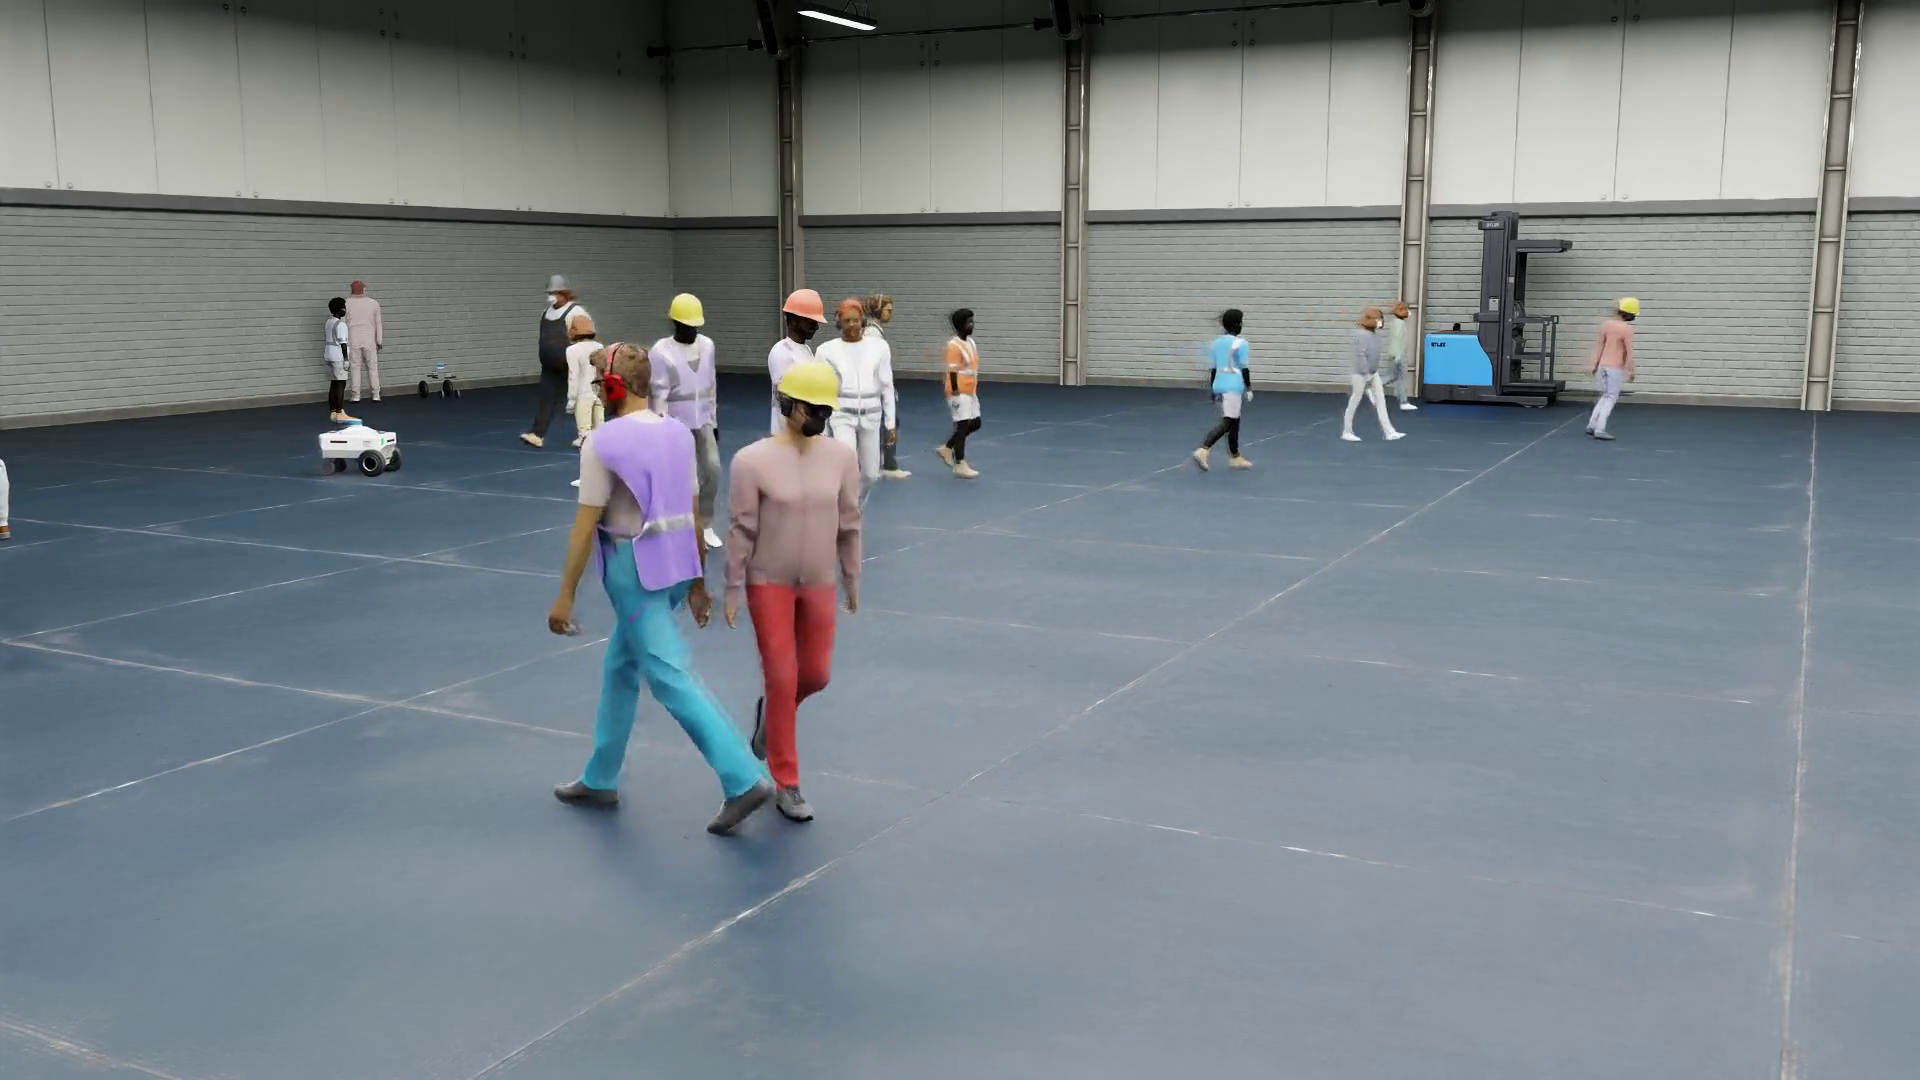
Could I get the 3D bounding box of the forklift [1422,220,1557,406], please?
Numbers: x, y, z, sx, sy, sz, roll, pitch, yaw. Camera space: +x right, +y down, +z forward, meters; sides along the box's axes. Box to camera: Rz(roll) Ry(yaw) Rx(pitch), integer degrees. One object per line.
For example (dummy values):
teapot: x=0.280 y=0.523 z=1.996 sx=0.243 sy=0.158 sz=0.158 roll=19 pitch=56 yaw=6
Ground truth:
forklift: x=8.245 y=-3.527 z=25.720 sx=1.873 sy=2.768 sz=1.129 roll=5 pitch=10 yaw=27

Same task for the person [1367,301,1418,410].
person: x=6.453 y=-2.750 z=24.719 sx=0.681 sy=1.611 sz=0.504 roll=2 pitch=9 yaw=13

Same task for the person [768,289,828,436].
person: x=-1.041 y=-0.671 z=10.904 sx=0.373 sy=1.928 sz=0.543 roll=2 pitch=9 yaw=11

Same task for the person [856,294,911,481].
person: x=-0.749 y=-1.478 z=16.236 sx=0.721 sy=1.815 sz=0.502 roll=-2 pitch=9 yaw=-12

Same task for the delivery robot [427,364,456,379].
delivery robot: x=-8.423 y=-2.747 z=26.972 sx=0.335 sy=0.223 sz=0.698 roll=-8 pitch=12 yaw=-40

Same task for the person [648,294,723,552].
person: x=-1.952 y=-0.829 z=12.013 sx=0.637 sy=1.881 sz=0.509 roll=-9 pitch=13 yaw=-43

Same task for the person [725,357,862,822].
person: x=-0.665 y=0.150 z=6.417 sx=0.546 sy=1.732 sz=0.665 roll=-5 pitch=10 yaw=-26

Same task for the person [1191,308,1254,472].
person: x=2.688 y=-1.532 z=16.980 sx=0.787 sy=1.672 sz=0.524 roll=-4 pitch=10 yaw=-24

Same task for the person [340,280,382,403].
person: x=-9.340 y=-3.095 z=25.918 sx=0.652 sy=1.906 sz=0.402 roll=-5 pitch=10 yaw=-27

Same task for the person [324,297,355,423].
person: x=-8.441 y=-2.447 z=22.591 sx=0.321 sy=1.689 sz=0.530 roll=-8 pitch=12 yaw=-42

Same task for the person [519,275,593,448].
person: x=-4.635 y=-2.046 z=19.169 sx=0.699 sy=2.000 sz=1.004 roll=5 pitch=11 yaw=29

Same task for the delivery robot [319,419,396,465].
delivery robot: x=-6.117 y=-0.983 z=16.894 sx=0.707 sy=0.478 sz=0.477 roll=1 pitch=9 yaw=6

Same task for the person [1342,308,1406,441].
person: x=4.938 y=-1.958 z=19.855 sx=0.500 sy=1.593 sz=0.839 roll=-9 pitch=13 yaw=-43

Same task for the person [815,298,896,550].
person: x=-0.797 y=-0.883 z=12.447 sx=0.580 sy=1.856 sz=0.820 roll=-3 pitch=10 yaw=-15

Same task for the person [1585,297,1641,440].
person: x=7.942 y=-2.074 z=20.167 sx=0.488 sy=1.725 sz=0.543 roll=-2 pitch=9 yaw=-13

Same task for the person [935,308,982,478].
person: x=-0.014 y=-1.468 z=16.567 sx=0.431 sy=1.679 sz=0.544 roll=4 pitch=10 yaw=22

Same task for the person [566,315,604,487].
person: x=-3.562 y=-1.328 z=15.863 sx=0.287 sy=1.631 sz=0.501 roll=5 pitch=11 yaw=30

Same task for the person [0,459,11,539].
person: x=-7.453 y=-0.942 z=12.539 sx=0.361 sy=1.939 sz=0.635 roll=0 pitch=9 yaw=-2

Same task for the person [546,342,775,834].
person: x=-1.120 y=0.166 z=6.171 sx=0.981 sy=1.795 sz=0.588 roll=4 pitch=10 yaw=21
